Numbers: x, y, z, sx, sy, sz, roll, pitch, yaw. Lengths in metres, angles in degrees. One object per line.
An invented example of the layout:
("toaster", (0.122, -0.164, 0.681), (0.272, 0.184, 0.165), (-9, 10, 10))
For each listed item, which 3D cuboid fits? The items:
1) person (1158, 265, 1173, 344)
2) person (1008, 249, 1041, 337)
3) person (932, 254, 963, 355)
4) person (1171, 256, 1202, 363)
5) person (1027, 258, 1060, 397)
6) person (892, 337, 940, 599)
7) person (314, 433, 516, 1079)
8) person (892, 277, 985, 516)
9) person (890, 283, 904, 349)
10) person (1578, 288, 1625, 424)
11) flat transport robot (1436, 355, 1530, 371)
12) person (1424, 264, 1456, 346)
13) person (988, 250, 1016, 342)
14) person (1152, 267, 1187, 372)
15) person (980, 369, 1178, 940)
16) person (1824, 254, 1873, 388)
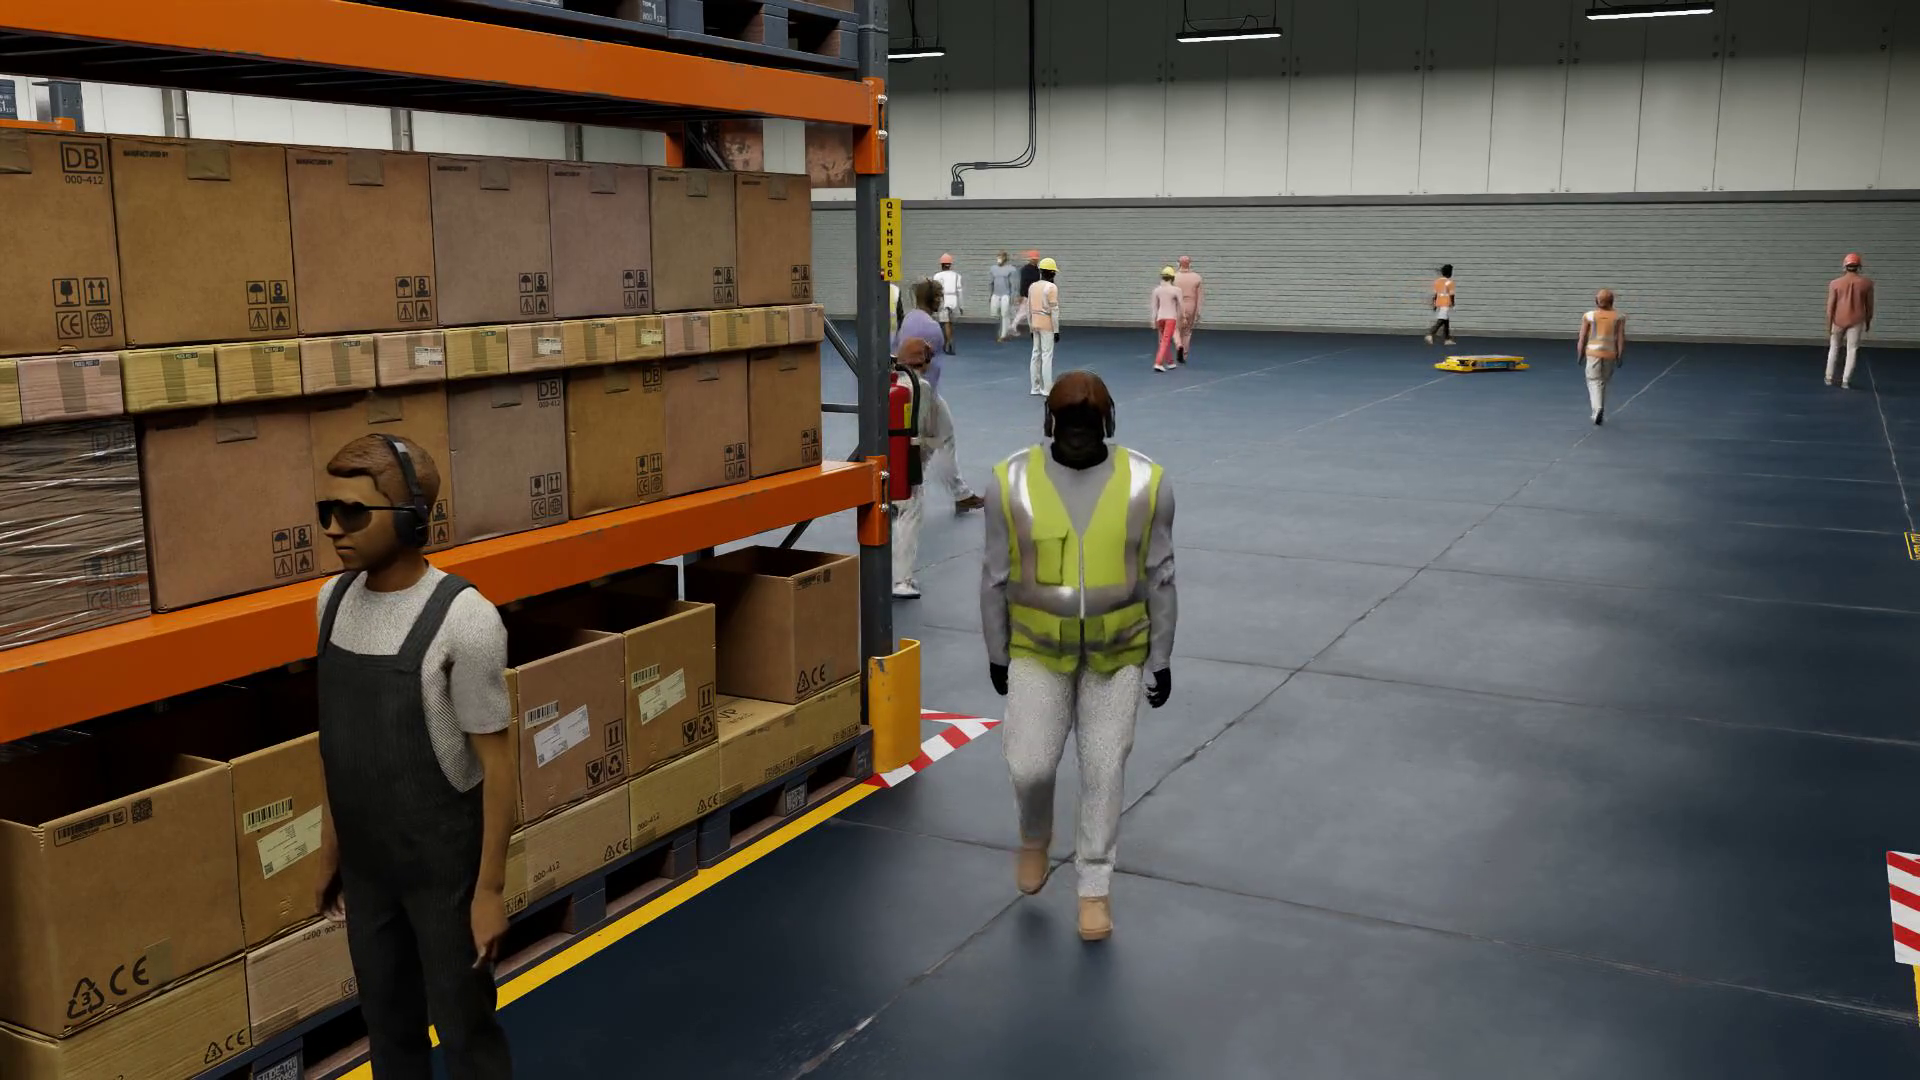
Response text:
("person", (4.251, -4.847, 34.283), (0.273, 1.632, 0.507), (-1, 10, -7))
("person", (1.482, -5.398, 36.470), (0.670, 1.945, 0.951), (-9, 14, -41))
("person", (-0.254, -4.442, 31.396), (0.581, 1.889, 0.998), (-5, 12, -26))
("person", (3.904, -4.012, 29.042), (0.650, 1.888, 0.664), (-1, 10, -3))
("person", (1.185, -2.963, 23.229), (0.383, 1.922, 0.587), (-8, 13, -36))
("person", (-0.307, -0.451, 10.383), (0.384, 1.605, 0.656), (-3, 11, -15))
("person", (-1.159, 0.690, 3.512), (0.505, 1.847, 0.349), (6, 12, 28))
("person", (-0.187, -1.142, 13.342), (0.942, 1.897, 0.653), (-5, 11, -23))
("person", (-1.159, -3.136, 24.514), (0.627, 1.803, 0.951), (-6, 12, -28))
("person", (7.676, -2.198, 19.902), (0.522, 1.616, 0.740), (1, 10, 6))
("flat transport robot", (8.699, -2.950, 27.661), (1.431, 0.197, 0.652), (-5, 11, -23))
("person", (9.766, -4.757, 33.728), (0.826, 1.667, 0.540), (-4, 11, -19))
("person", (0.891, -5.120, 34.980), (0.650, 1.924, 0.461), (6, 12, 28))
("person", (3.427, -3.648, 27.528), (0.536, 1.722, 0.917), (9, 14, 40))
("person", (0.383, 0.362, 5.359), (0.630, 1.831, 0.444), (0, 10, 1))
("person", (13.162, -3.242, 24.660), (0.622, 1.959, 0.865), (4, 11, 23))
